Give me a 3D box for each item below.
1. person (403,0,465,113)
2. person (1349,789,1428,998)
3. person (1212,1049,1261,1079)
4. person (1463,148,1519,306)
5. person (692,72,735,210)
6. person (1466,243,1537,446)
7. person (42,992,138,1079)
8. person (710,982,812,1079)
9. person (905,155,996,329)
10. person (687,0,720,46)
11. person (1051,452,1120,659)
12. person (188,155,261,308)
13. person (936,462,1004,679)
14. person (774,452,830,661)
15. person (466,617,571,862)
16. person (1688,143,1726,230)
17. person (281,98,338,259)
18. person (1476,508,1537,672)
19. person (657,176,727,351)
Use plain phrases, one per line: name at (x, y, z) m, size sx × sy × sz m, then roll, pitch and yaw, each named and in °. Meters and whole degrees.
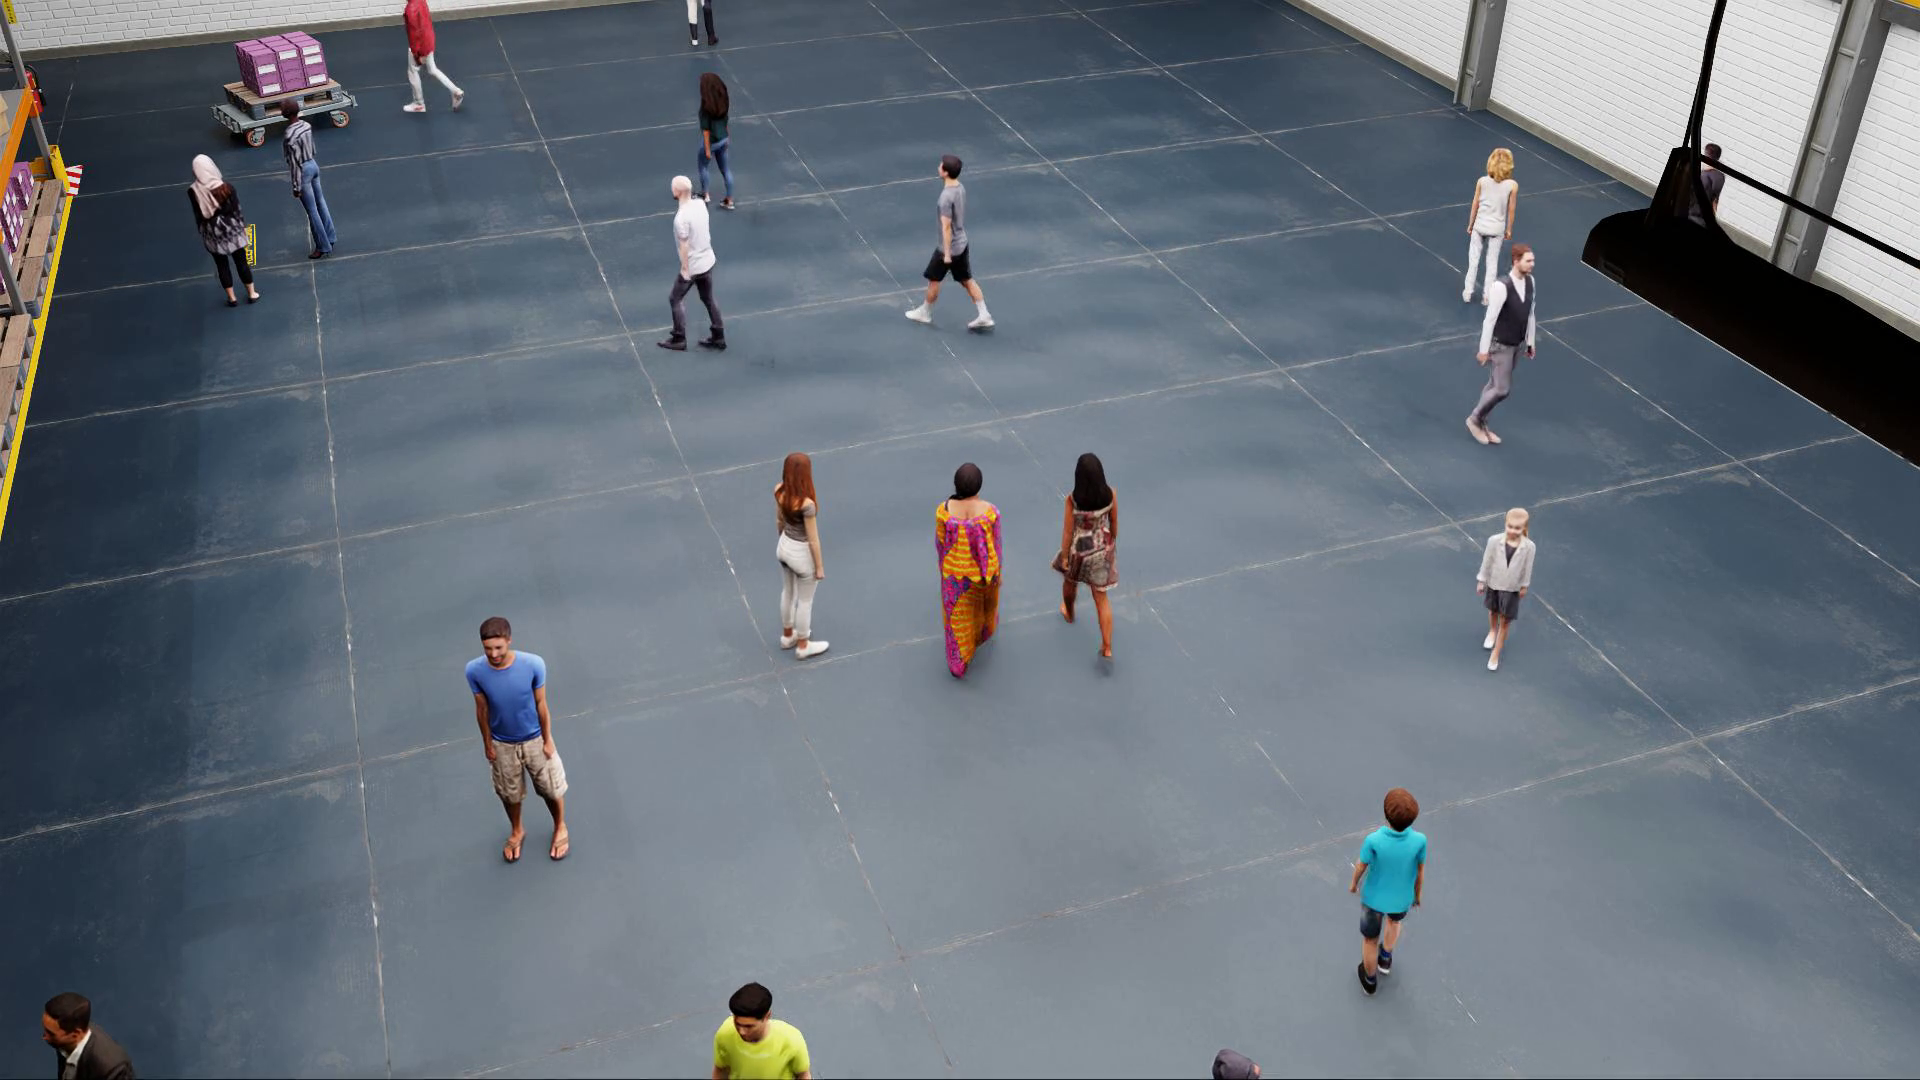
person at (-7.163, -6.638, 22.328) m, size 1.092 × 1.798 × 1.133 m, roll 6°, pitch 34°, yaw 9°
person at (2.475, 2.071, 9.551) m, size 0.642 × 1.437 × 0.699 m, roll 0°, pitch 34°, yaw 0°
person at (1.201, 3.017, 7.805) m, size 0.753 × 1.794 × 0.626 m, roll 3°, pitch 34°, yaw 5°
person at (5.532, -3.281, 17.393) m, size 0.691 × 1.671 × 0.744 m, roll 13°, pitch 36°, yaw 19°
person at (-2.816, -4.652, 19.522) m, size 0.953 × 1.597 × 0.839 m, roll 24°, pitch 41°, yaw 32°
person at (4.813, -1.784, 14.913) m, size 0.742 × 1.923 × 0.729 m, roll -24°, pitch 40°, yaw -31°
person at (-4.035, 2.810, 8.151) m, size 1.227 × 1.757 × 1.145 m, roll 26°, pitch 41°, yaw 33°
person at (-0.943, 2.752, 8.315) m, size 0.995 × 1.671 × 1.124 m, roll 9°, pitch 35°, yaw 13°
person at (0.014, -2.939, 16.731) m, size 1.251 × 1.834 × 1.210 m, roll 14°, pitch 36°, yaw 20°
person at (-3.938, -8.381, 24.866) m, size 0.755 × 1.892 × 0.727 m, roll 1°, pitch 34°, yaw 2°
person at (0.977, 0.139, 12.303) m, size 0.676 × 1.609 × 1.131 m, roll -8°, pitch 34°, yaw -12°
person at (-7.686, -3.222, 17.336) m, size 0.611 × 1.635 × 0.588 m, roll -11°, pitch 35°, yaw -16°
person at (0.060, 0.219, 12.124) m, size 0.959 × 1.674 × 1.165 m, roll 3°, pitch 34°, yaw 5°
person at (-1.205, 0.119, 12.235) m, size 0.588 × 1.718 × 0.715 m, roll 29°, pitch 43°, yaw 36°
person at (-2.767, 1.221, 10.447) m, size 0.686 × 1.861 × 0.636 m, roll -5°, pitch 34°, yaw -7°
person at (7.602, -3.192, 17.206) m, size 0.667 × 1.729 × 1.151 m, roll -11°, pitch 35°, yaw -15°
person at (-7.208, -3.999, 18.359) m, size 0.753 × 1.796 × 0.609 m, roll 2°, pitch 34°, yaw 4°
person at (4.072, 0.290, 12.397) m, size 0.779 × 1.254 × 0.826 m, roll 17°, pitch 37°, yaw 23°
person at (-2.521, -2.692, 16.385) m, size 1.001 × 1.806 × 0.949 m, roll 13°, pitch 36°, yaw 18°
